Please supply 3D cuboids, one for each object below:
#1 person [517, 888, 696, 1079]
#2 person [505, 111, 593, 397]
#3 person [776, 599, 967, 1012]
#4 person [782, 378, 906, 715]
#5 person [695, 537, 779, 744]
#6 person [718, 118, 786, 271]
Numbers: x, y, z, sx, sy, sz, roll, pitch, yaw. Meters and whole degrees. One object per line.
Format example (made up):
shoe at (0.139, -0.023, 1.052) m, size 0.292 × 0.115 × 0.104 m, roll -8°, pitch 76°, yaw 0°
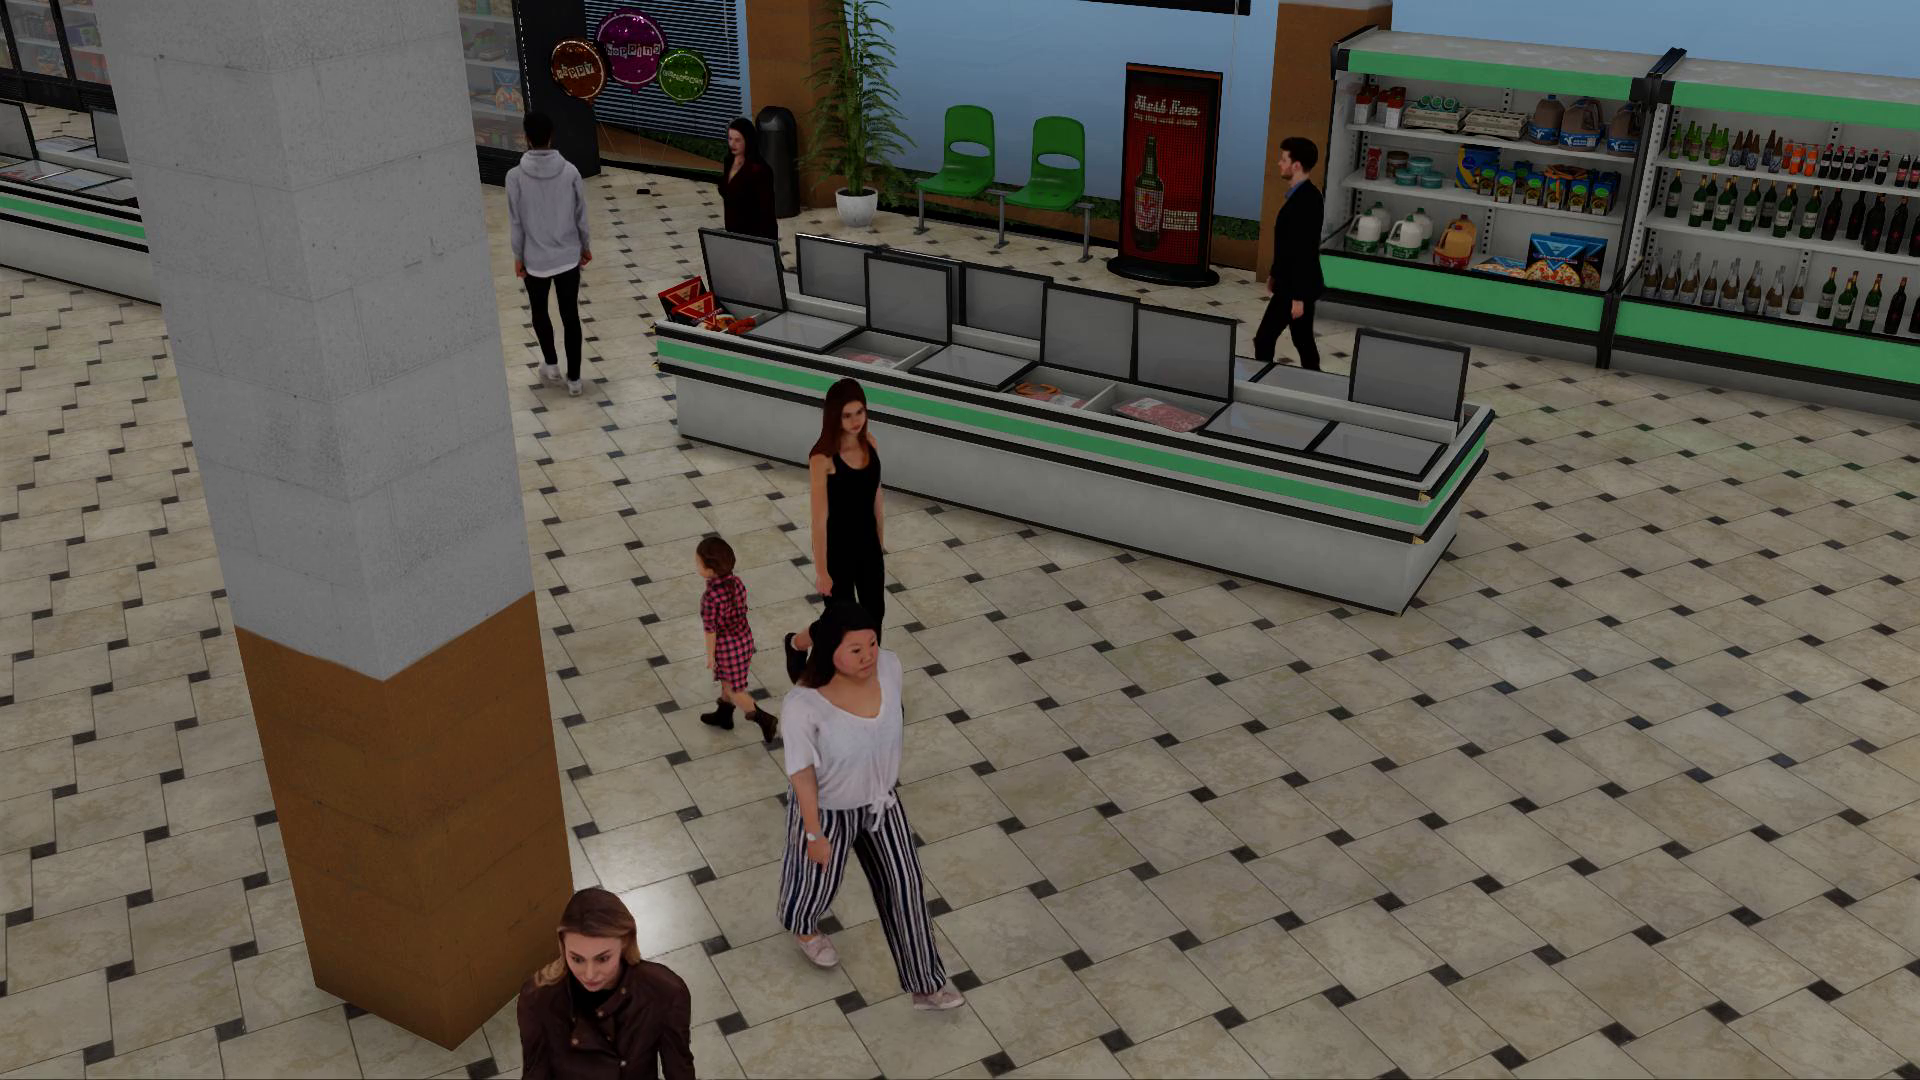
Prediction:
person at (-0.933, 1.589, 4.573) m, size 1.094 × 1.678 × 1.025 m, roll 0°, pitch 27°, yaw -1°
person at (-2.721, -1.879, 11.155) m, size 0.891 × 1.911 × 0.949 m, roll -10°, pitch 28°, yaw -18°
person at (-0.463, 0.916, 5.955) m, size 0.940 × 1.628 × 1.231 m, roll -21°, pitch 34°, yaw -36°
person at (-0.575, 0.046, 7.576) m, size 0.904 × 1.713 × 0.718 m, roll 19°, pitch 33°, yaw 33°
person at (-1.012, 0.475, 7.511) m, size 0.694 × 1.007 × 0.442 m, roll 17°, pitch 31°, yaw 30°
person at (-1.403, -2.169, 11.950) m, size 1.046 × 1.708 × 1.122 m, roll -15°, pitch 31°, yaw -27°
